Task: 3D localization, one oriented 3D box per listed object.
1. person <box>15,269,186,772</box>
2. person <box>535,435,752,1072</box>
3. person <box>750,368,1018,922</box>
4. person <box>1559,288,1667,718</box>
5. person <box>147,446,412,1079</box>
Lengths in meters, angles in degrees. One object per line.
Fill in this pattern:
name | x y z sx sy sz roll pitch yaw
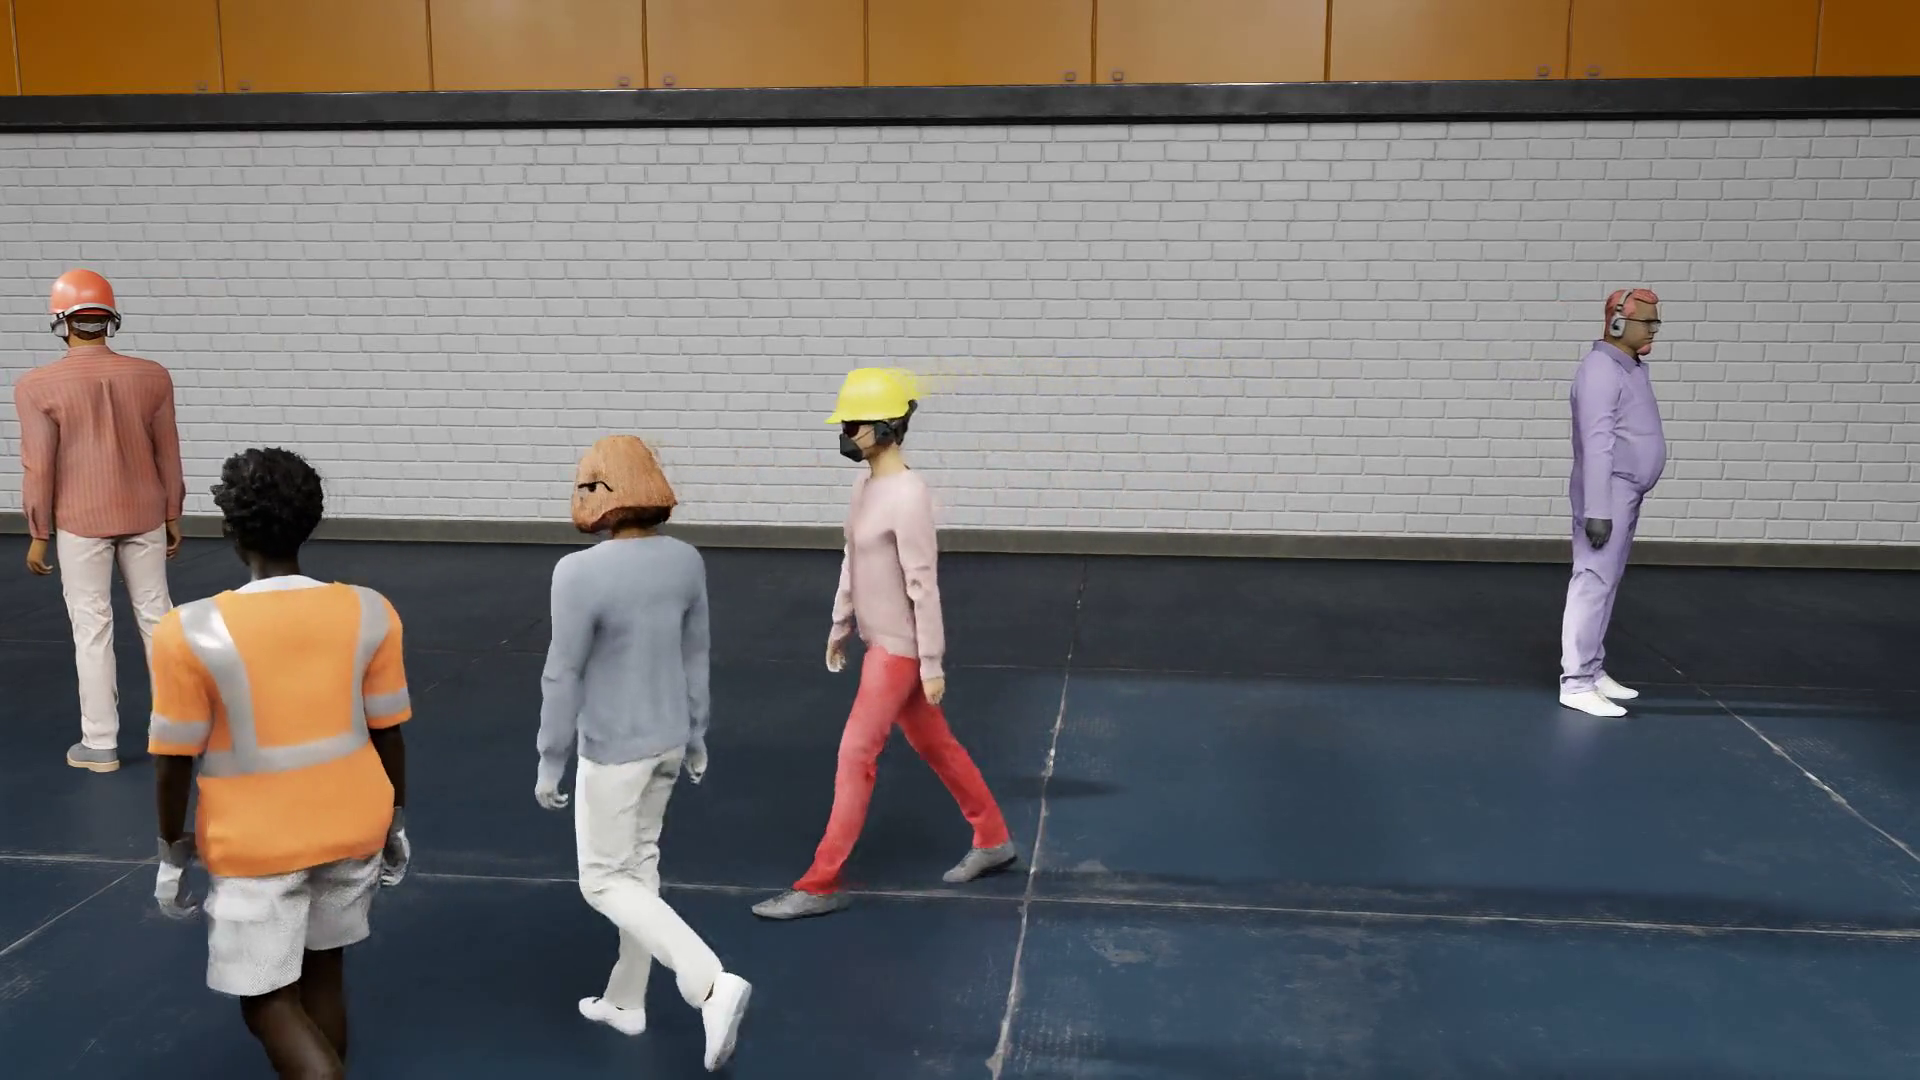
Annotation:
person | -3.419 -0.074 6.661 0.380 1.996 0.608 9 13 42
person | -0.774 0.546 4.212 0.648 1.611 0.533 6 12 31
person | -0.203 0.313 5.249 0.915 1.721 0.540 -3 10 -18
person | 2.951 -0.173 7.492 0.401 1.904 0.650 6 11 30
person | -1.368 0.643 3.496 0.695 1.669 0.544 9 14 43
